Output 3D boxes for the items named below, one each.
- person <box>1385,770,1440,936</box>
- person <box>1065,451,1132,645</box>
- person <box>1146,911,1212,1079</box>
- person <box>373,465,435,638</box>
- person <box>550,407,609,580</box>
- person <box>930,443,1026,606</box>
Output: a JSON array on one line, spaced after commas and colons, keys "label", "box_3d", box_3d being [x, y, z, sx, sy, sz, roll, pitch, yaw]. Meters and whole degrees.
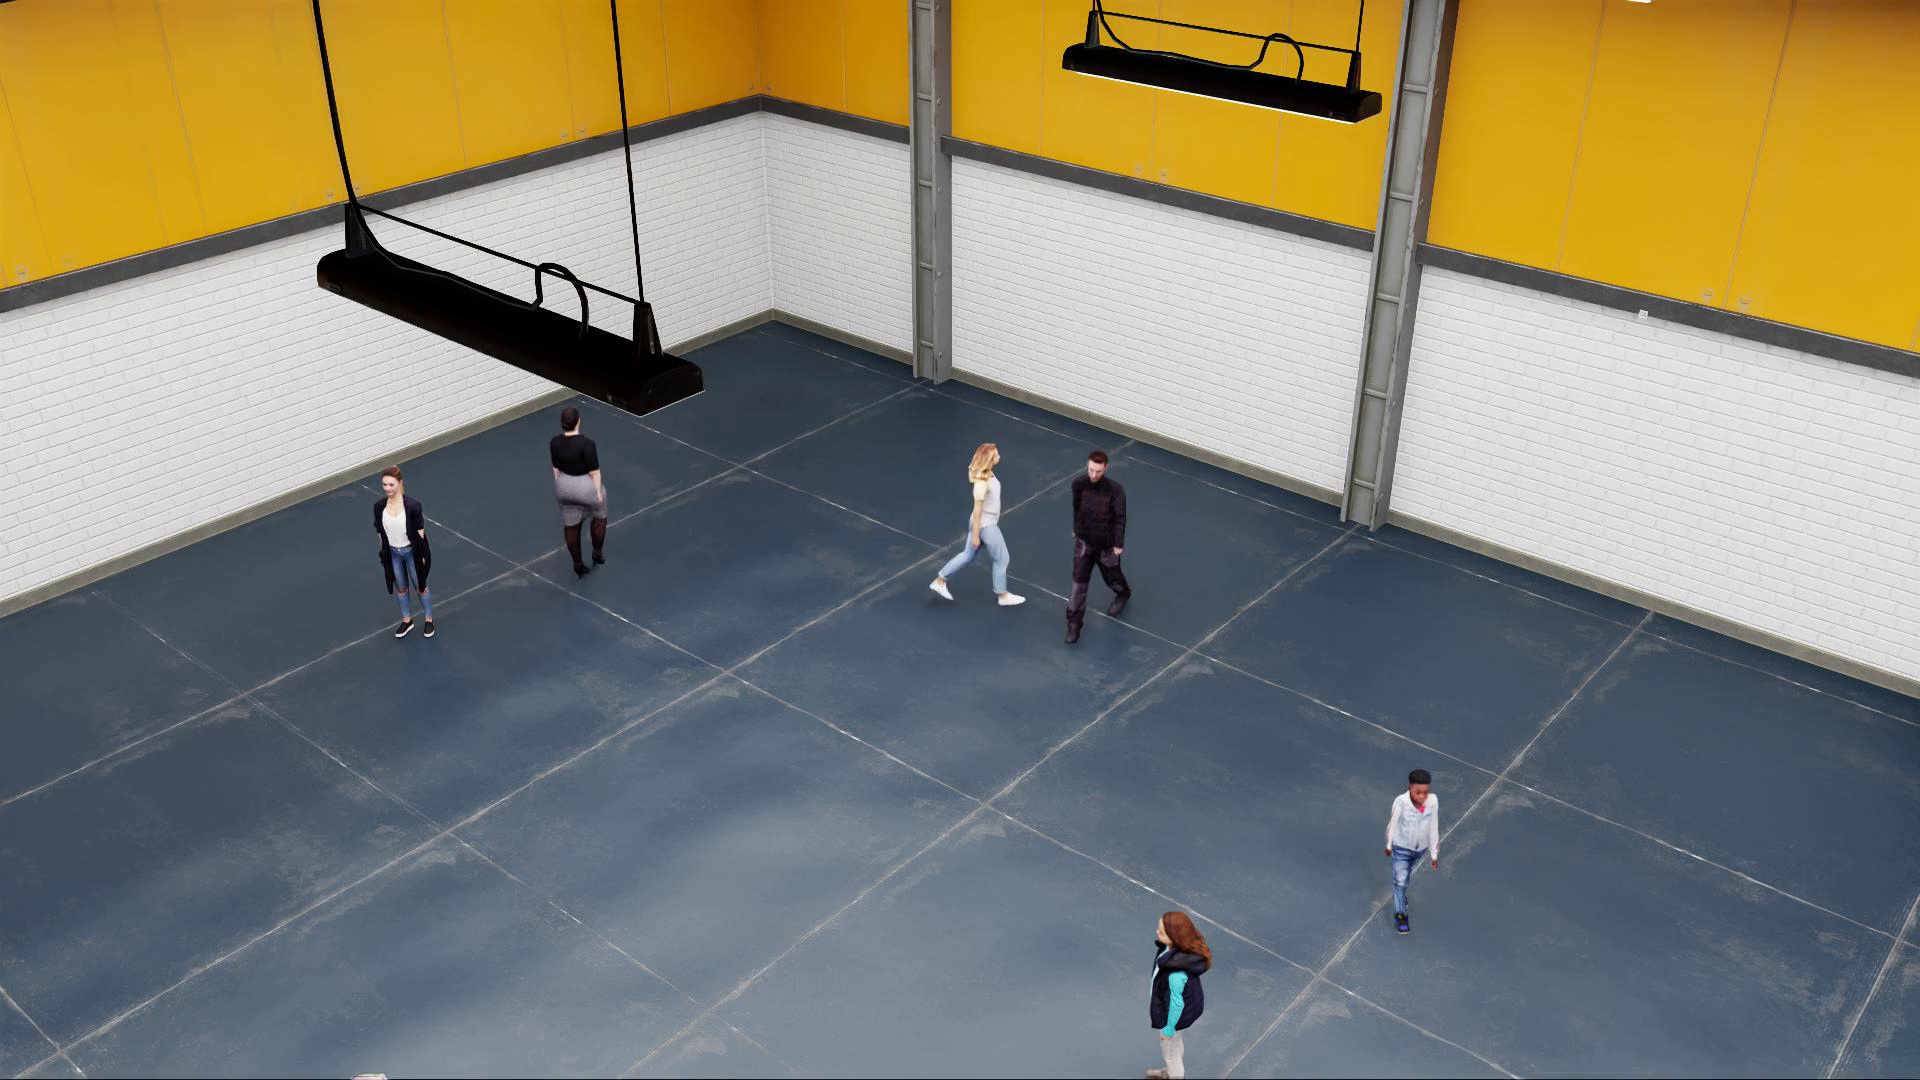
[{"label": "person", "box_3d": [3.225, 2.138, 11.939, 0.818, 1.234, 0.858, -1, 29, -2]}, {"label": "person", "box_3d": [1.297, -0.016, 15.223, 1.235, 1.868, 0.962, 15, 32, 26]}, {"label": "person", "box_3d": [1.321, 2.888, 10.285, 0.728, 1.500, 0.686, 3, 29, 5]}, {"label": "person", "box_3d": [-5.070, 0.106, 15.193, 0.698, 1.684, 0.776, 0, 29, 0]}, {"label": "person", "box_3d": [-3.715, -0.414, 16.088, 0.761, 1.739, 0.850, 6, 29, 11]}, {"label": "person", "box_3d": [0.121, -0.114, 15.593, 1.206, 1.687, 1.081, 0, 29, 0]}]
